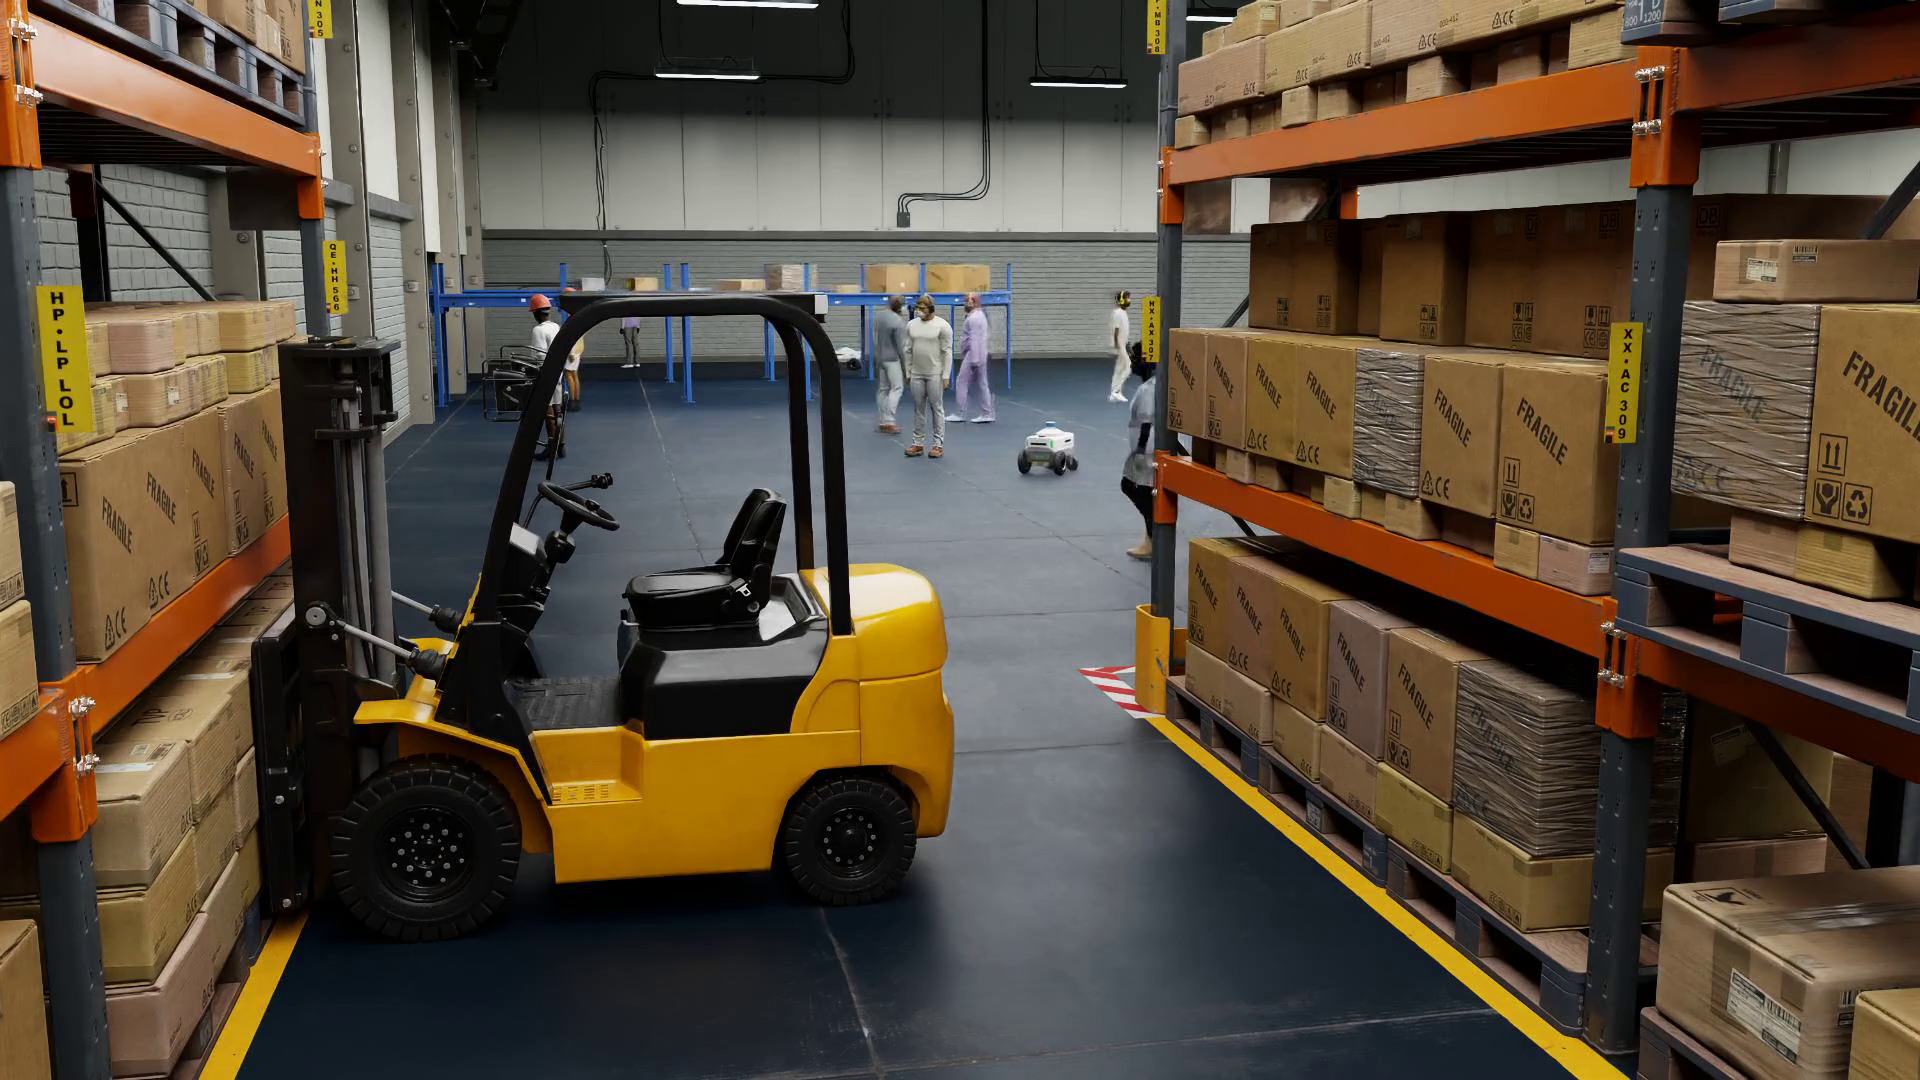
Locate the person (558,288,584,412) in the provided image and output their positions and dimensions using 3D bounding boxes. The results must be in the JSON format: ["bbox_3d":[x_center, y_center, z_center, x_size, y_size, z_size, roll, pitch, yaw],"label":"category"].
[{"bbox_3d":[-6.110,-2.980,26.054,0.411,1.933,0.562,-1,9,-5],"label":"person"}]

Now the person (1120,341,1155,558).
[{"bbox_3d":[1.426,-0.701,12.895,0.374,1.682,0.549,1,9,4],"label":"person"}]

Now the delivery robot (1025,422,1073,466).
[{"bbox_3d":[0.994,-1.064,18.397,0.477,0.478,0.707,4,10,23],"label":"delivery robot"}]

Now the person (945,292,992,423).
[{"bbox_3d":[0.087,-2.623,24.009,0.833,1.874,0.683,2,10,12],"label":"person"}]

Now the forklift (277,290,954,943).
[{"bbox_3d":[-1.179,0.175,6.143,2.313,2.155,1.214,-2,10,-12],"label":"forklift"}]

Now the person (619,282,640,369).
[{"bbox_3d":[-7.395,-4.804,37.178,0.374,1.923,0.595,6,11,31],"label":"person"}]

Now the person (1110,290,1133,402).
[{"bbox_3d":[2.716,-3.232,27.792,0.483,1.858,0.506,2,10,12],"label":"person"}]

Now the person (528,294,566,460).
[{"bbox_3d":[-4.866,-1.907,19.510,0.385,1.929,0.547,2,10,12],"label":"person"}]

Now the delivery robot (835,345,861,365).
[{"bbox_3d":[-2.512,-4.075,36.746,0.707,0.478,0.477,2,10,11],"label":"delivery robot"}]

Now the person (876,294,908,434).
[{"bbox_3d":[-0.947,-2.395,22.627,0.371,1.895,0.752,-5,11,-28],"label":"person"}]

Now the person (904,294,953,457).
[{"bbox_3d":[-0.385,-1.960,19.828,0.627,1.933,0.376,5,11,30],"label":"person"}]
